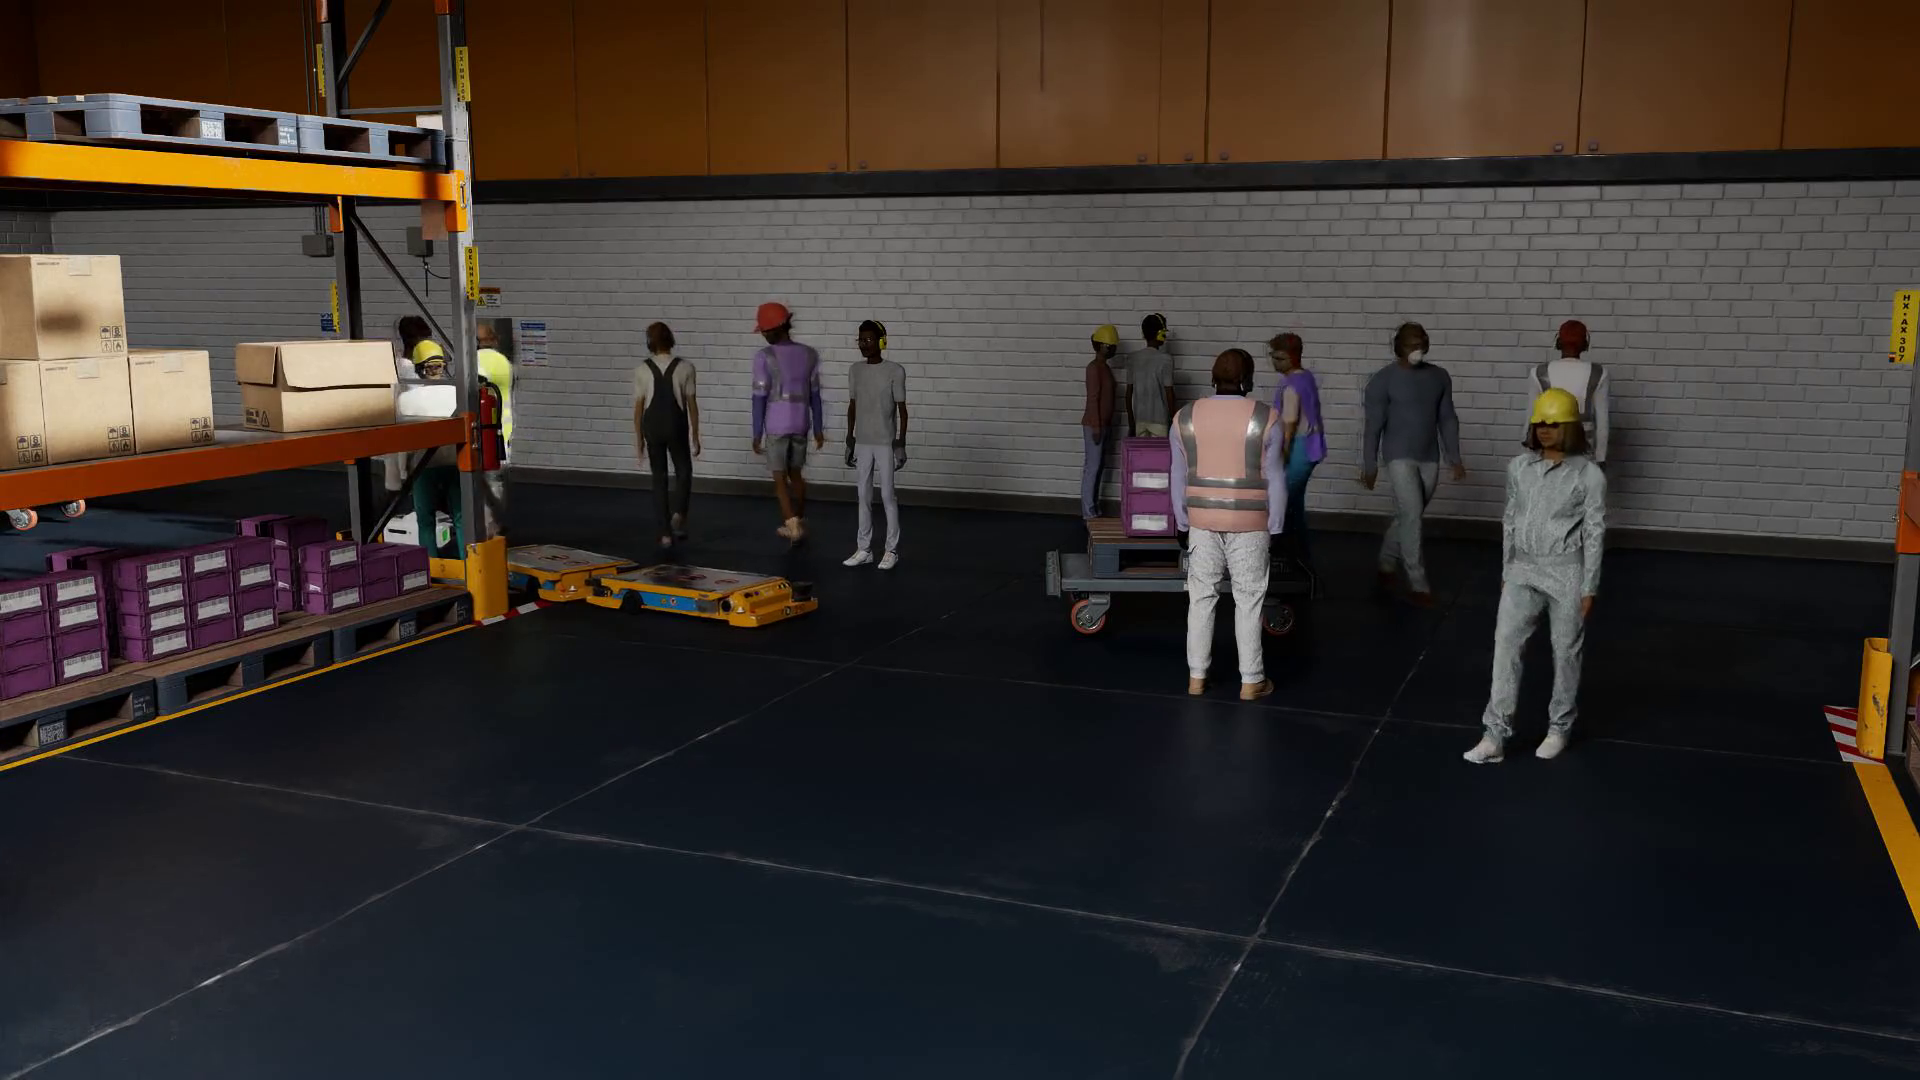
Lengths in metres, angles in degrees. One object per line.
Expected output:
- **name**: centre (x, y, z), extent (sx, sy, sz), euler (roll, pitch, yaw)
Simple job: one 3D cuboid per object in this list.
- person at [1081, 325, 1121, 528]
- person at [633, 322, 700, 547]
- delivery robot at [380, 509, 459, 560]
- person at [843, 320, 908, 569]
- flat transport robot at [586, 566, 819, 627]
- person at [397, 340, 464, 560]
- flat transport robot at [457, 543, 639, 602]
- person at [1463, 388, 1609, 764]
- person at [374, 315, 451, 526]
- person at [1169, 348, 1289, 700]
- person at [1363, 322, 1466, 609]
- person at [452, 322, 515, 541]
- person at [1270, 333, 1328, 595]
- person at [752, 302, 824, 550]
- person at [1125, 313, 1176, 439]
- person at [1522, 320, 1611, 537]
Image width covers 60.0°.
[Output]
- **person**: centre (1.228, -0.976, 14.407), extent (0.328, 1.761, 0.523), euler (3, 10, 17)
- **person**: centre (-2.351, -0.835, 13.363), extent (0.515, 1.822, 0.470), euler (-1, 9, -5)
- **delivery robot**: centre (-3.889, -0.047, 12.135), extent (0.707, 0.478, 0.477), euler (5, 11, 29)
- **person**: centre (-0.636, -0.711, 12.485), extent (0.535, 1.863, 0.309), euler (5, 11, 27)
- **flat transport robot**: centre (-1.695, 0.346, 10.894), extent (1.431, 0.197, 0.652), euler (6, 11, 31)
- **person**: centre (-3.627, -0.496, 11.520), extent (0.531, 1.761, 0.348), euler (-7, 11, -35)
- **flat transport robot**: centre (-2.910, 0.211, 11.712), extent (1.431, 0.197, 0.652), euler (9, 13, 43)
- **person**: centre (2.599, 0.185, 7.472), extent (0.513, 1.710, 0.796), euler (9, 13, 43)
- **person**: centre (-4.010, -0.692, 12.207), extent (0.936, 1.923, 0.611), euler (-8, 12, -41)
- **person**: centre (1.416, -0.081, 8.737), extent (0.626, 1.844, 0.429), euler (4, 10, 25)
- **person**: centre (3.054, -0.518, 11.343), extent (0.638, 1.915, 0.933), euler (-4, 10, -21)
- **person**: centre (-3.832, -0.842, 13.387), extent (0.430, 1.821, 0.648), euler (5, 10, 26)
- **person**: centre (2.349, -0.527, 11.566), extent (0.395, 1.817, 0.645), euler (3, 10, 19)
- **person**: centre (-1.373, -0.925, 13.435), extent (0.684, 1.990, 0.842), euler (-8, 12, -39)
- **person**: centre (1.631, -0.973, 14.070), extent (0.514, 1.867, 0.328), euler (8, 12, 40)
- **person**: centre (4.390, -0.650, 12.067), extent (0.595, 1.885, 0.374), euler (3, 10, 19)
